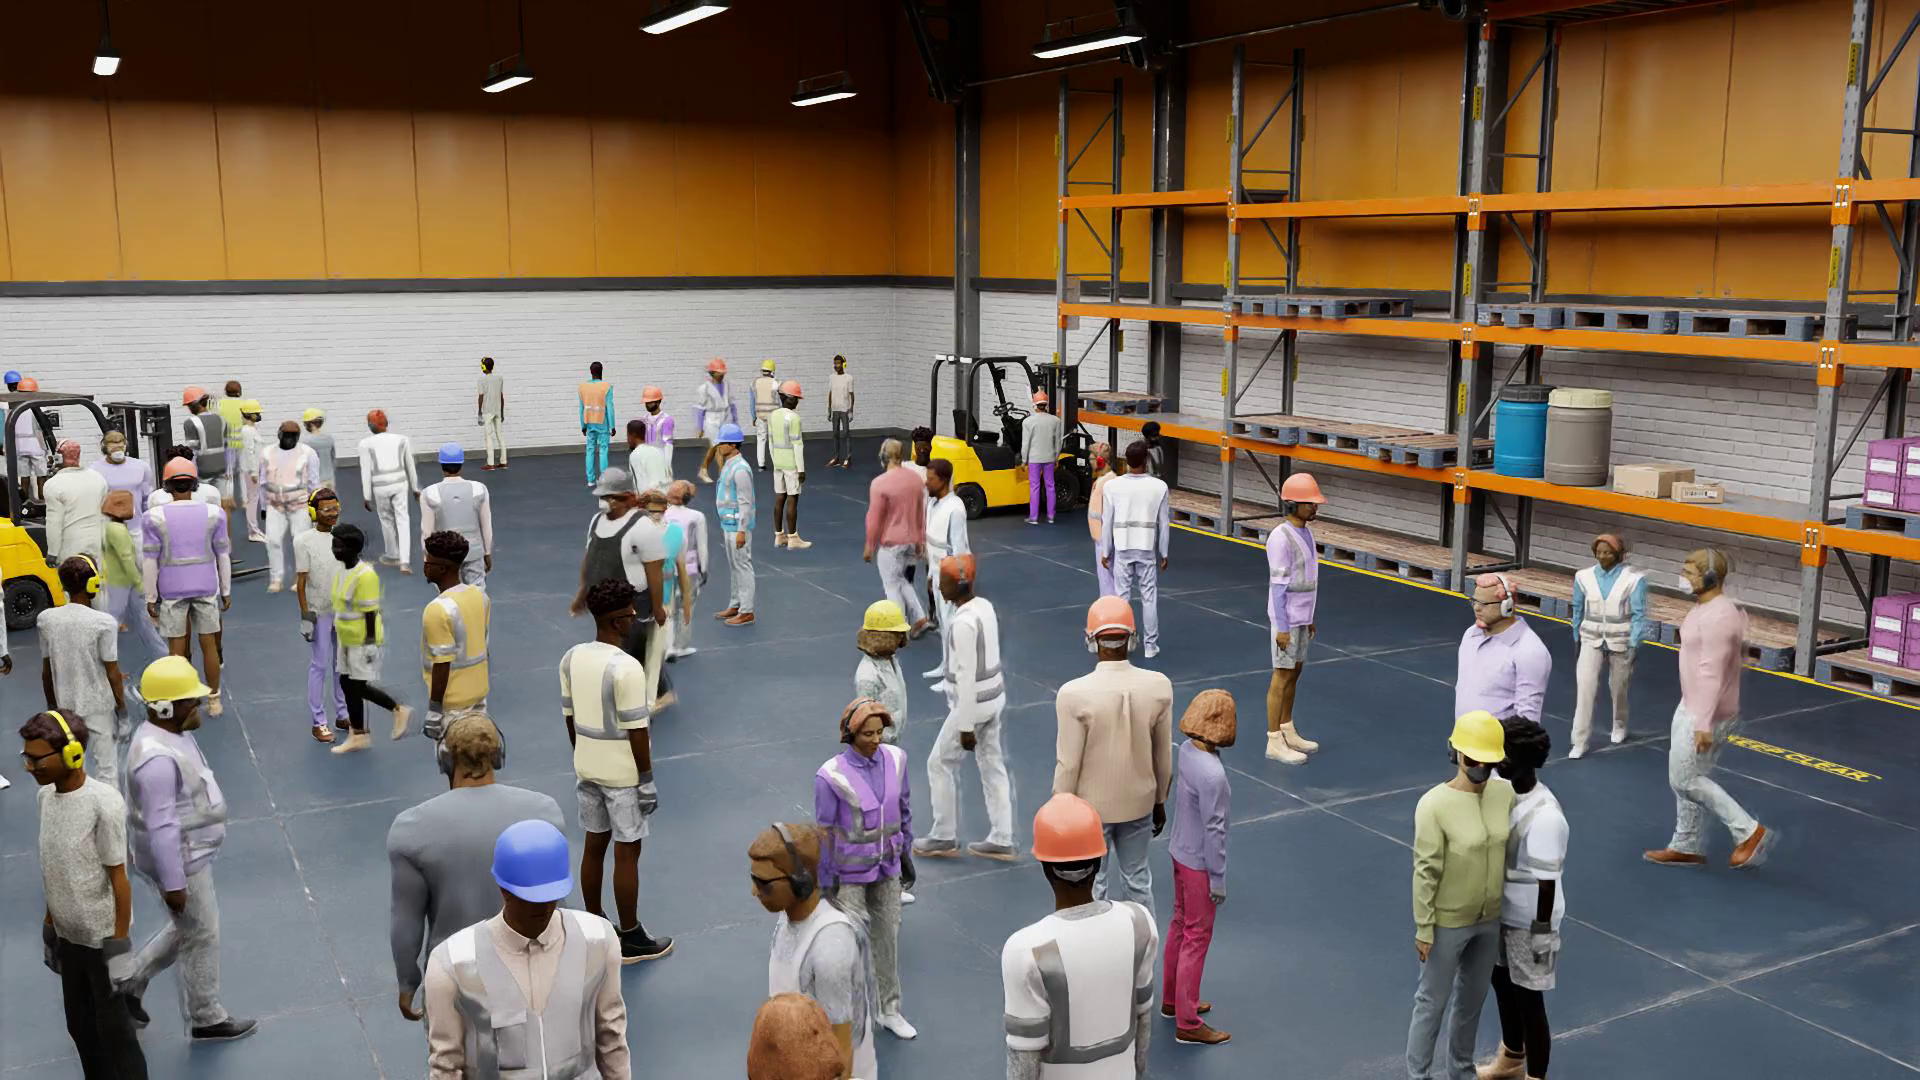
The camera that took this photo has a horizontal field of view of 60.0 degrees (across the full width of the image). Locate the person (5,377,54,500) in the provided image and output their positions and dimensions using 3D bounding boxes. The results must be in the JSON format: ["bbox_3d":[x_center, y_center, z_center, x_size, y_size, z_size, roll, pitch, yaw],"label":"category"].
[{"bbox_3d":[-12.210,-1.170,21.894,0.551,1.935,0.375,0,10,0],"label":"person"}]

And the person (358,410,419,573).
[{"bbox_3d":[-6.383,-0.548,18.658,0.661,1.829,0.965,-6,12,-31],"label":"person"}]

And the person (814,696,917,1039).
[{"bbox_3d":[-0.432,1.492,7.460,0.523,1.631,0.313,-9,13,-41],"label":"person"}]

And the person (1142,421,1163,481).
[{"bbox_3d":[2.165,-0.522,18.900,0.443,1.669,0.552,7,12,35],"label":"person"}]

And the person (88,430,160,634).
[{"bbox_3d":[-7.888,-0.079,15.660,0.383,1.928,0.634,10,14,44],"label":"person"}]

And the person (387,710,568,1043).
[{"bbox_3d":[-1.756,1.576,6.127,0.634,1.930,0.384,-5,11,-26],"label":"person"}]

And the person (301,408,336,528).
[{"bbox_3d":[-7.567,-0.674,19.614,0.396,1.740,0.559,3,10,18],"label":"person"}]

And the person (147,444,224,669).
[{"bbox_3d":[-6.564,0.162,14.145,0.604,1.966,0.367,-10,14,-44],"label":"person"}]

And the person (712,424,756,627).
[{"bbox_3d":[-2.159,-0.147,15.975,0.397,1.949,0.603,-4,10,-20],"label":"person"}]

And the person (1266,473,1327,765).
[{"bbox_3d":[2.370,0.542,11.737,0.373,2.044,0.606,5,11,29],"label":"person"}]

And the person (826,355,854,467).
[{"bbox_3d":[-1.995,-2.144,27.698,0.514,1.872,0.328,5,11,28],"label":"person"}]

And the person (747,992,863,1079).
[{"bbox_3d":[-0.407,2.012,4.489,0.338,1.619,0.506,9,13,43],"label":"person"}]

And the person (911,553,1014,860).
[{"bbox_3d":[-0.015,0.979,9.765,0.762,1.849,0.641,4,11,21],"label":"person"}]

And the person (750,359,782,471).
[{"bbox_3d":[-3.118,-2.027,27.127,0.596,1.831,0.403,3,10,14],"label":"person"}]

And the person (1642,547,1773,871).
[{"bbox_3d":[4.311,0.991,9.506,0.562,1.921,0.640,3,10,17],"label":"person"}]

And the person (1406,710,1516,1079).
[{"bbox_3d":[2.061,1.544,6.772,0.534,1.765,0.311,-6,11,-29],"label":"person"}]

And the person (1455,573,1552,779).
[{"bbox_3d":[2.842,1.111,8.901,0.398,1.900,0.636,-4,10,-20],"label":"person"}]

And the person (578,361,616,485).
[{"bbox_3d":[-5.551,-1.770,25.437,0.587,1.911,0.397,3,10,18],"label":"person"}]

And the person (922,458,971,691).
[{"bbox_3d":[-0.103,0.260,13.743,0.399,1.916,0.597,-3,10,-19],"label":"person"}]

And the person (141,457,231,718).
[{"bbox_3d":[-5.909,0.377,12.742,0.611,2.030,0.410,-7,12,-34],"label":"person"}]

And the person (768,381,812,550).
[{"bbox_3d":[-2.053,-0.901,20.075,0.390,2.034,0.605,-8,13,-40],"label":"person"}]

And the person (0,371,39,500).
[{"bbox_3d":[-13.079,-1.381,23.128,0.411,1.939,0.601,7,12,35],"label":"person"}]

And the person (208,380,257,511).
[{"bbox_3d":[-10.059,-1.308,23.045,0.621,1.823,0.814,-4,11,-20],"label":"person"}]

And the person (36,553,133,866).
[{"bbox_3d":[-5.050,1.002,9.625,0.511,1.862,0.324,2,10,9],"label":"person"}]

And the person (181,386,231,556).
[{"bbox_3d":[-8.900,-0.807,19.597,0.687,2.001,0.662,4,11,22],"label":"person"}]

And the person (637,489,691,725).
[{"bbox_3d":[-2.393,0.498,12.728,0.608,1.781,0.949,0,10,2],"label":"person"}]

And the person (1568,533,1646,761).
[{"bbox_3d":[4.642,0.730,11.923,0.512,1.602,0.824,6,12,33],"label":"person"}]

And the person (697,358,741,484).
[{"bbox_3d":[-3.741,-1.791,25.359,1.073,1.989,0.608,8,13,39],"label":"person"}]

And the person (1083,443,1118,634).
[{"bbox_3d":[1.360,0.019,15.335,0.391,1.838,0.564,0,10,-2],"label":"person"}]

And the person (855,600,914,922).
[{"bbox_3d":[-0.402,1.176,8.950,0.298,1.743,0.493,2,10,12],"label":"person"}]

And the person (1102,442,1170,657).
[{"bbox_3d":[1.548,0.092,14.687,0.591,1.916,0.379,1,10,5],"label":"person"}]

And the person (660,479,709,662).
[{"bbox_3d":[-2.478,0.276,14.537,0.570,1.611,0.553,0,10,1],"label":"person"}]

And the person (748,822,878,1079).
[{"bbox_3d":[-0.360,1.768,5.377,0.841,1.811,0.577,-4,11,-23],"label":"person"}]

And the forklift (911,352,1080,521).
[{"bbox_3d":[0.460,-1.461,22.833,2.313,2.155,1.214,-5,11,-28],"label":"forklift"}]

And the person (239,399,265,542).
[{"bbox_3d":[-8.733,-0.860,20.604,0.315,1.769,0.525,-3,10,-19],"label":"person"}]

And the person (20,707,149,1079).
[{"bbox_3d":[-3.396,1.554,6.460,0.527,1.857,0.332,6,11,30],"label":"person"}]

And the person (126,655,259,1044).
[{"bbox_3d":[-3.545,1.402,7.440,0.574,1.812,0.608,-4,11,-21],"label":"person"}]

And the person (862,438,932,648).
[{"bbox_3d":[-0.578,0.035,15.020,0.445,1.922,0.624,7,12,35],"label":"person"}]

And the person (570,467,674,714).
[{"bbox_3d":[-2.535,0.396,12.586,1.003,2.000,0.692,-10,14,-44],"label":"person"}]

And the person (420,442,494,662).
[{"bbox_3d":[-4.345,0.128,14.391,0.602,1.949,0.391,-5,11,-27],"label":"person"}]

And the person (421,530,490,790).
[{"bbox_3d":[-2.985,0.911,9.832,0.365,1.966,0.608,2,10,9],"label":"person"}]

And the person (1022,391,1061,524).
[{"bbox_3d":[1.062,-1.089,21.959,0.559,1.751,0.326,-4,11,-22],"label":"person"}]

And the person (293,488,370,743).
[{"bbox_3d":[-4.630,0.541,12.242,0.328,1.872,0.512,6,11,30],"label":"person"}]

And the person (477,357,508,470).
[{"bbox_3d":[-7.723,-2.082,27.390,0.328,1.861,0.508,7,12,36],"label":"person"}]

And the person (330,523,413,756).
[{"bbox_3d":[-4.258,0.698,11.871,0.543,1.677,0.483,10,14,44],"label":"person"}]

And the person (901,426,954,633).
[{"bbox_3d":[-0.354,-0.096,15.627,0.600,1.967,0.369,-1,10,-4],"label":"person"}]

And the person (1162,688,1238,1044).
[{"bbox_3d":[1.104,1.472,7.595,0.289,1.626,0.498,-1,10,-7],"label":"person"}]

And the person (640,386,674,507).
[{"bbox_3d":[-3.784,-0.956,20.696,0.544,1.930,0.388,9,13,41],"label":"person"}]

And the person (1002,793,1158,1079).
[{"bbox_3d":[0.347,1.736,5.179,0.546,1.934,0.376,-6,11,-31],"label":"person"}]

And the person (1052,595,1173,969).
[{"bbox_3d":[0.707,1.245,7.845,0.623,1.986,0.388,-4,11,-23],"label":"person"}]

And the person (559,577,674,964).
[{"bbox_3d":[-1.750,1.156,8.419,0.600,1.967,0.368,8,13,40],"label":"person"}]

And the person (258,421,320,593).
[{"bbox_3d":[-7.058,-0.332,17.422,0.654,1.812,0.614,0,10,-2],"label":"person"}]

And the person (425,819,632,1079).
[{"bbox_3d":[-1.281,1.764,5.013,0.604,1.939,0.414,-6,11,-29],"label":"person"}]

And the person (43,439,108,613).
[{"bbox_3d":[-7.994,0.041,15.017,0.407,1.908,0.641,3,10,17],"label":"person"}]

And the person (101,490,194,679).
[{"bbox_3d":[-6.919,0.371,13.989,0.806,1.602,0.514,-5,11,-26],"label":"person"}]

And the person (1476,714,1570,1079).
[{"bbox_3d":[2.328,1.552,6.934,0.317,1.693,0.539,-1,10,-8],"label":"person"}]

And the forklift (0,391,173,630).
[{"bbox_3d":[-9.026,-0.363,16.508,1.214,2.155,2.313,6,11,29],"label":"forklift"}]

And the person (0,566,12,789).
[{"bbox_3d":[-6.574,0.736,10.954,0.382,1.924,0.594,9,13,42],"label":"person"}]
